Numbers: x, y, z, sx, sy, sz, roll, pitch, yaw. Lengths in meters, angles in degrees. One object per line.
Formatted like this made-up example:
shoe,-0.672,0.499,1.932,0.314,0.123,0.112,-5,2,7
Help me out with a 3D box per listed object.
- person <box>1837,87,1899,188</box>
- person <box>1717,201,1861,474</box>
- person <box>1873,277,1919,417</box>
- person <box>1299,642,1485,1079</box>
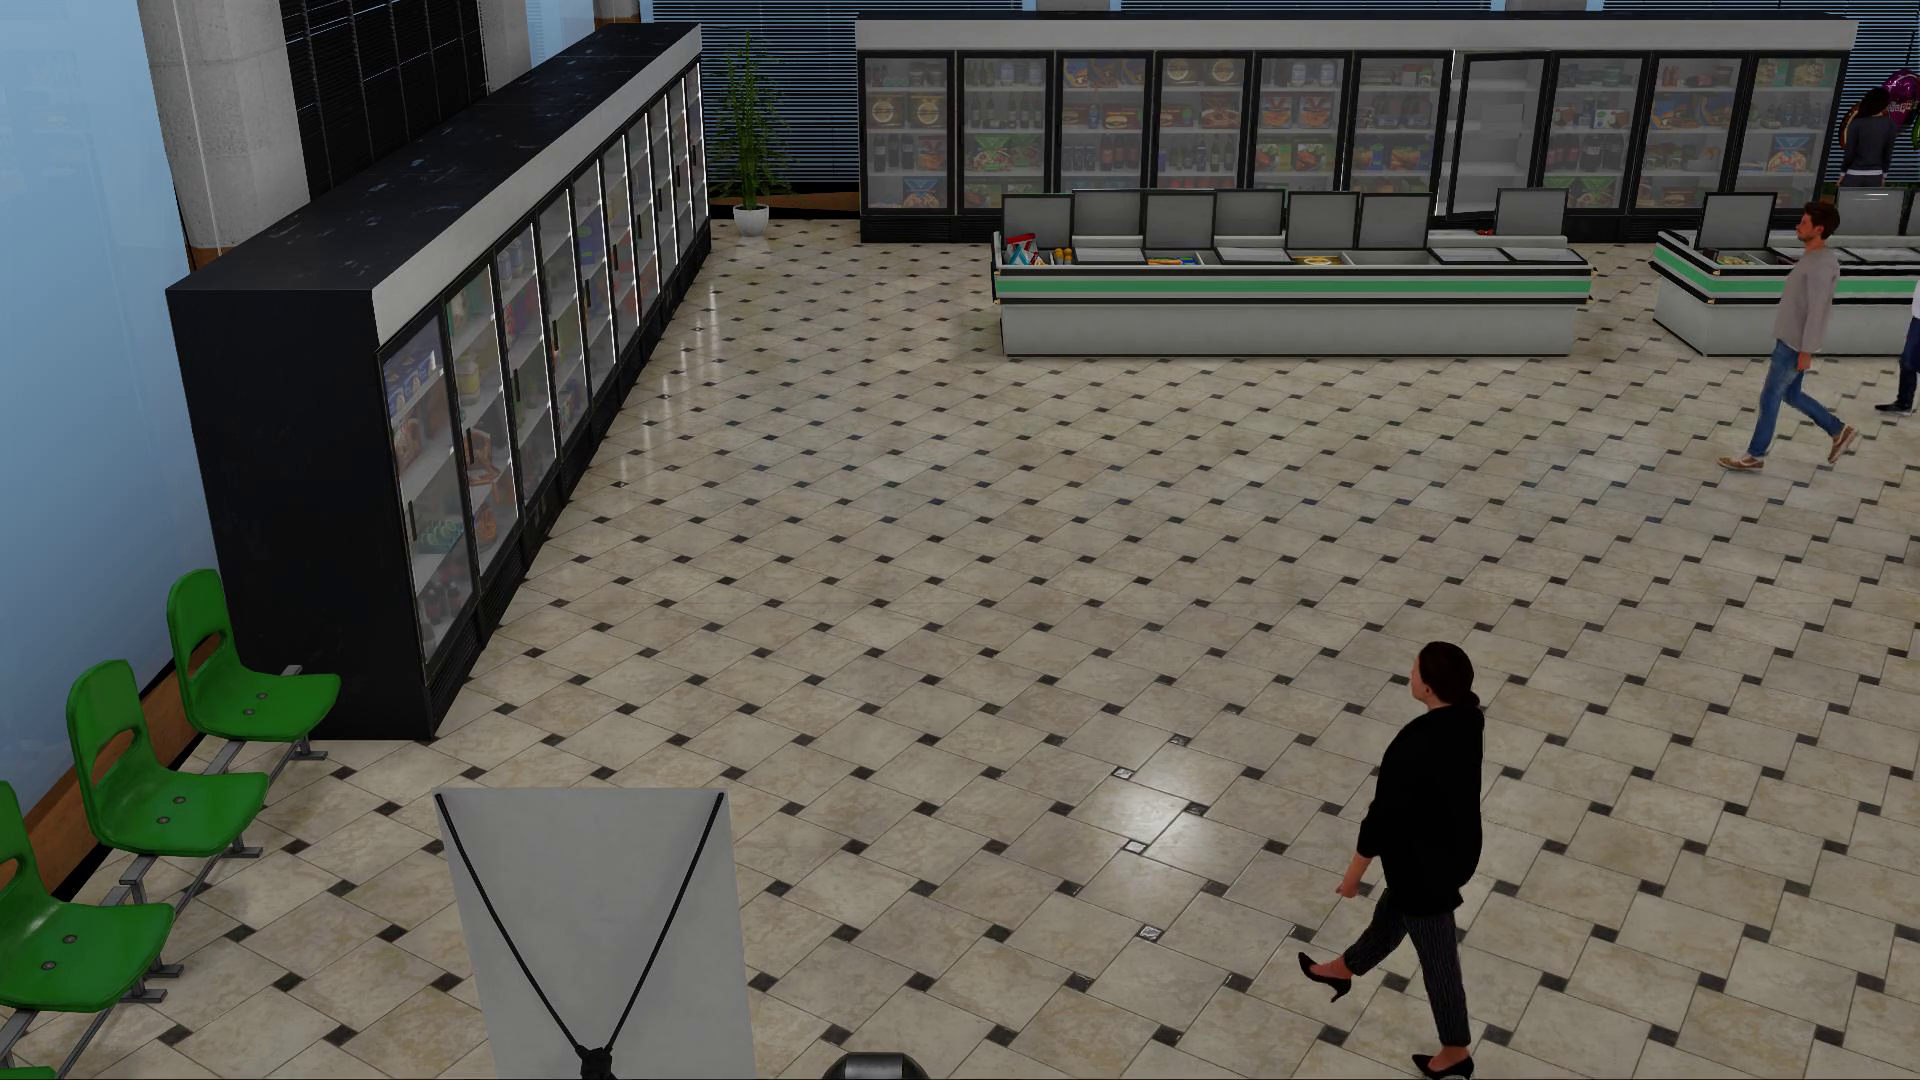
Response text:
person,9.067,-3.649,16.698,0.526,1.768,0.709,4,24,10
person,5.754,-1.324,11.244,1.181,1.882,0.887,7,25,16
person,7.293,-1.634,12.372,0.857,1.544,0.675,8,25,17
person,1.696,1.180,5.762,1.116,1.689,1.055,22,32,40
